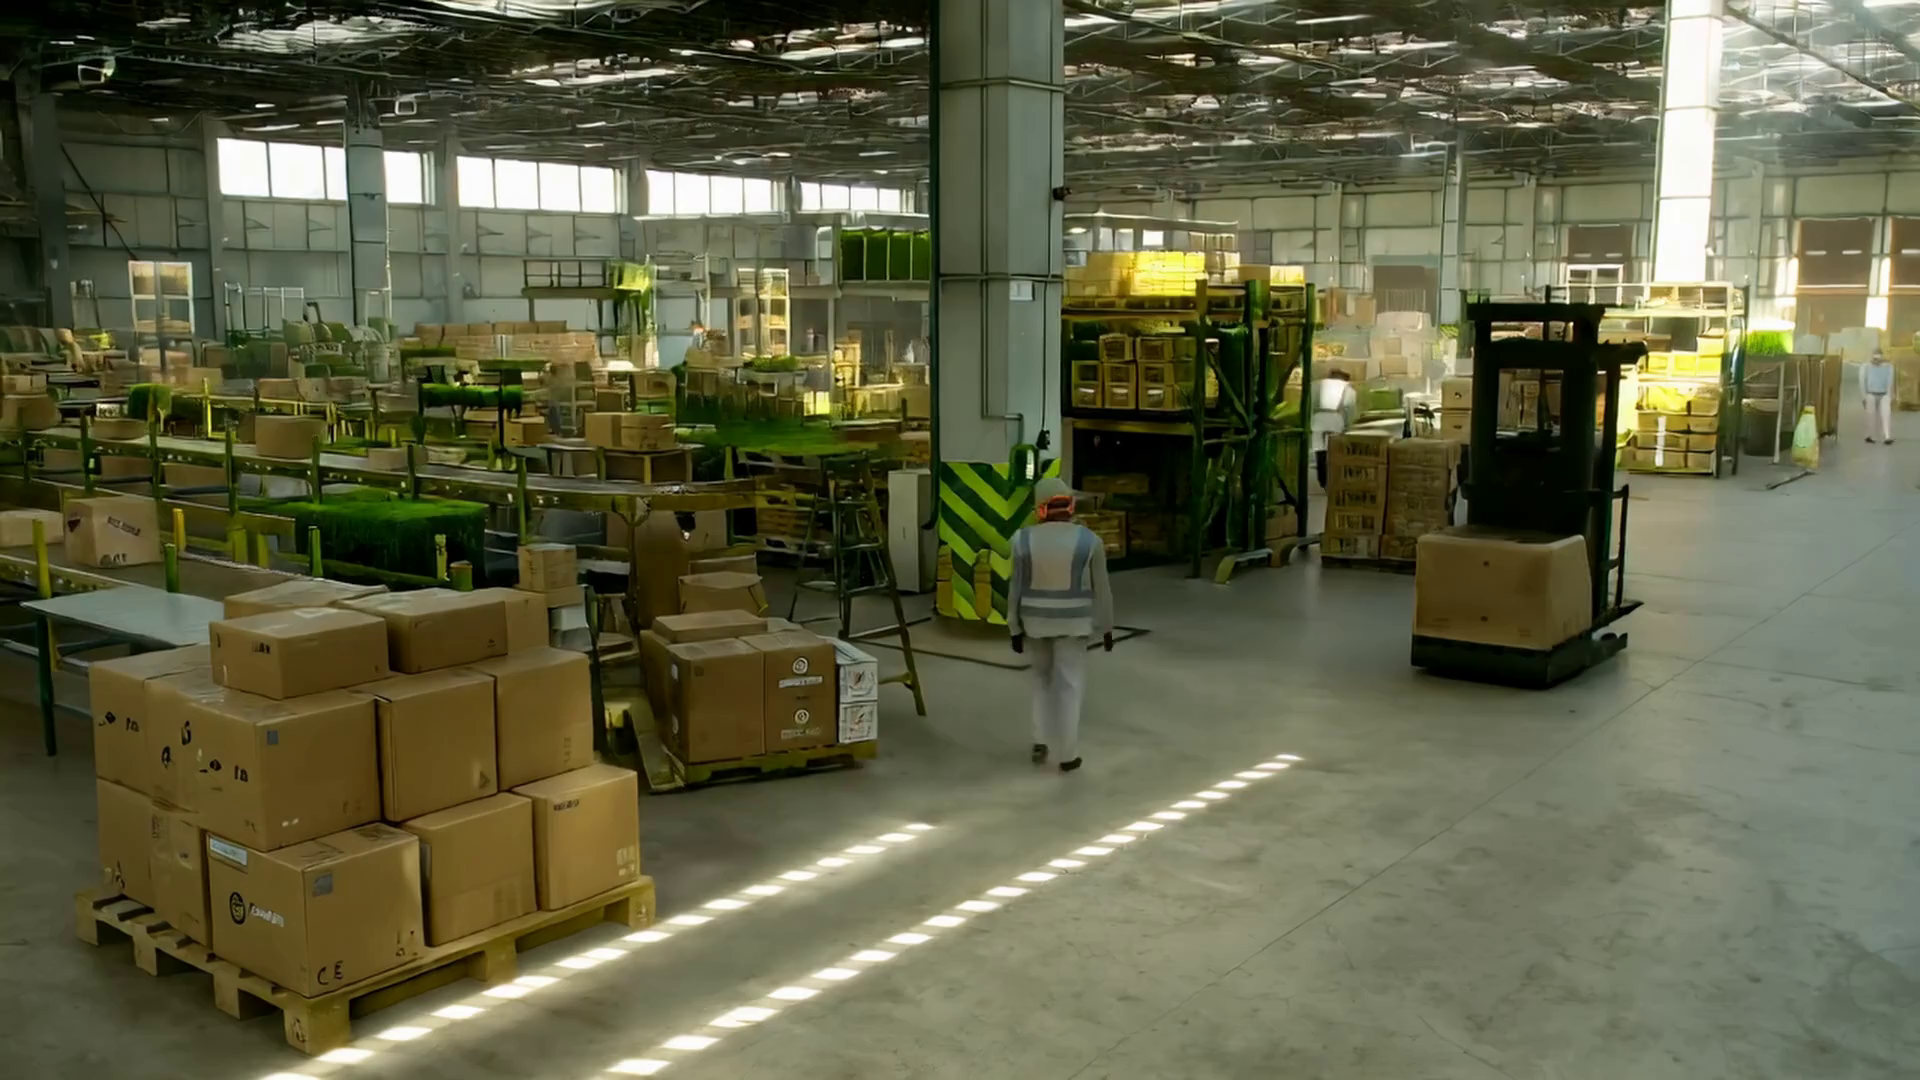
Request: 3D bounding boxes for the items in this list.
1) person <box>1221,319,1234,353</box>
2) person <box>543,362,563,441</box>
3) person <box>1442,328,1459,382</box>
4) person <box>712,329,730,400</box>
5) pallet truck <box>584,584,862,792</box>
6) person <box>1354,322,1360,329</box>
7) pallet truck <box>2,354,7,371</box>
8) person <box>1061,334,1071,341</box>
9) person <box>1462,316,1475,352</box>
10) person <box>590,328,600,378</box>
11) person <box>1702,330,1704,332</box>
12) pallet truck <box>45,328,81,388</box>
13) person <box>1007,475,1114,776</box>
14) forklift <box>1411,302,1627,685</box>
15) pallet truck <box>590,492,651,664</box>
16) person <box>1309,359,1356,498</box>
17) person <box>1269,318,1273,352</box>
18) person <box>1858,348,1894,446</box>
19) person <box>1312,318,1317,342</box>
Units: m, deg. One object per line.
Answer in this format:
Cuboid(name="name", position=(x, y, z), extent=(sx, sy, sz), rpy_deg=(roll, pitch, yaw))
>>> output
Cuboid(name="person", position=(10.488, -7.740, 65.307), extent=(0.557, 1.919, 0.735), rpy_deg=(4, 9, 23))
Cuboid(name="person", position=(-7.691, -2.531, 31.189), extent=(0.534, 1.614, 0.554), rpy_deg=(-4, 9, -27))
Cuboid(name="person", position=(14.026, -5.081, 47.389), extent=(0.581, 1.909, 0.765), rpy_deg=(-5, 10, -28))
Cuboid(name="person", position=(-6.531, -4.766, 45.232), extent=(0.496, 1.925, 0.573), rpy_deg=(-8, 12, -43))
Cuboid(name="pallet truck", position=(-1.426, 0.805, 10.019), extent=(1.601, 1.201, 0.680), rpy_deg=(-4, 9, -26))
Cuboid(name="person", position=(14.596, -7.028, 60.715), extent=(0.721, 1.864, 0.580), rpy_deg=(0, 8, -2))
Cuboid(name="pallet truck", position=(-24.881, -4.417, 42.634), extent=(1.885, 1.965, 0.823), rpy_deg=(8, 11, 41))
Cuboid(name="person", position=(2.942, -4.758, 45.641), extent=(0.924, 1.784, 0.598), rpy_deg=(3, 9, 20))
Cuboid(name="person", position=(24.430, -9.859, 80.007), extent=(0.626, 1.802, 0.916), rpy_deg=(-6, 10, -33))
Cuboid(name="person", position=(-12.434, -6.361, 56.624), extent=(0.322, 1.735, 0.486), rpy_deg=(0, 8, -2))
Cuboid(name="person", position=(24.623, -6.393, 55.811), extent=(0.535, 2.000, 0.688), rpy_deg=(-2, 9, -15))
Cuboid(name="pallet truck", position=(-23.775, -4.544, 43.495), extent=(1.885, 1.965, 0.823), rpy_deg=(6, 10, 35))
Cuboid(name="person", position=(0.607, 0.518, 10.000), extent=(0.624, 1.811, 0.418), rpy_deg=(2, 9, 15))
Cuboid(name="forklift", position=(4.379, -0.438, 12.852), extent=(1.129, 2.768, 1.873), rpy_deg=(7, 11, 37))
Cuboid(name="pallet truck", position=(-3.115, 0.344, 12.883), extent=(0.653, 1.274, 1.630), rpy_deg=(7, 11, 37))
Cuboid(name="person", position=(5.247, -1.561, 23.469), extent=(0.715, 1.984, 0.413), rpy_deg=(3, 9, 18))
Cuboid(name="person", position=(15.327, -10.140, 81.729), extent=(0.504, 1.847, 0.345), rpy_deg=(-3, 9, -18))
Cuboid(name="person", position=(17.473, -2.715, 31.675), extent=(0.663, 1.845, 1.027), rpy_deg=(2, 9, 11))
Cuboid(name="person", position=(14.592, -8.308, 69.009), extent=(0.637, 1.965, 0.615), rpy_deg=(-7, 11, -39))
